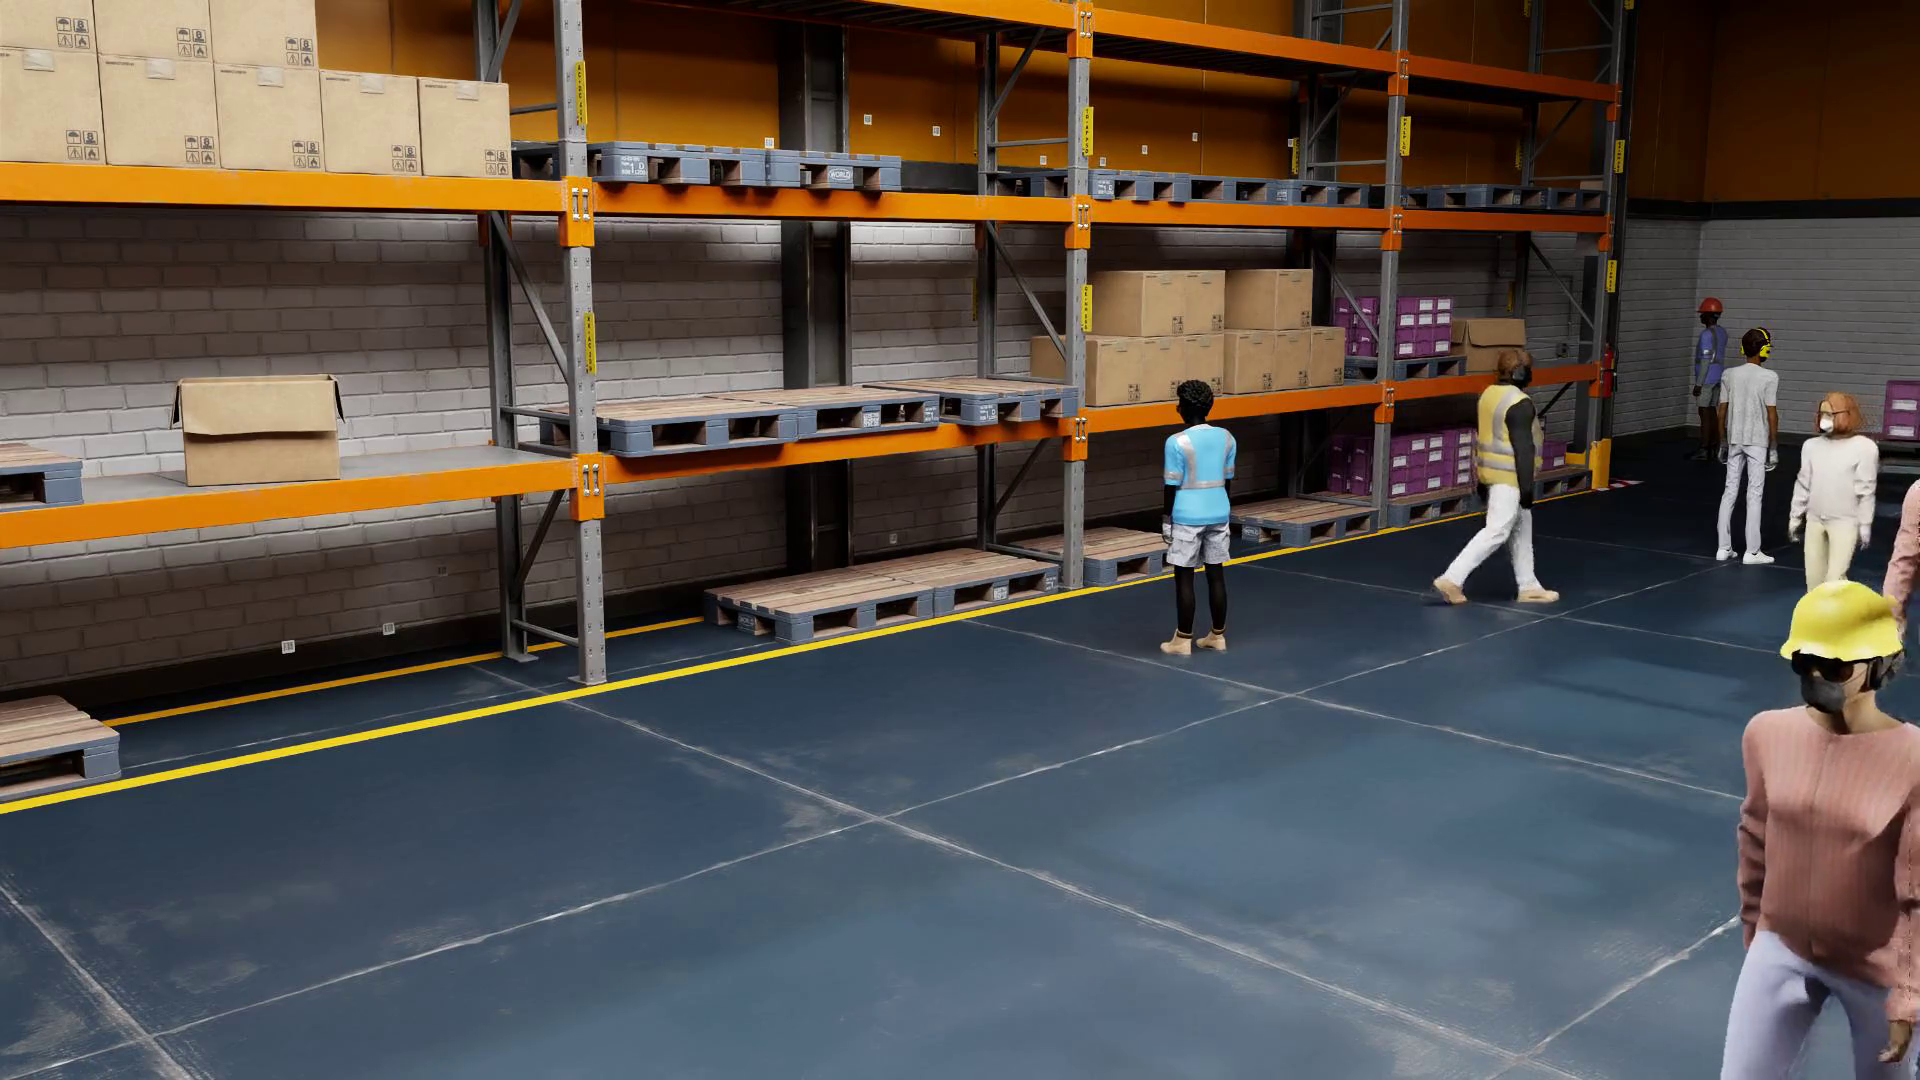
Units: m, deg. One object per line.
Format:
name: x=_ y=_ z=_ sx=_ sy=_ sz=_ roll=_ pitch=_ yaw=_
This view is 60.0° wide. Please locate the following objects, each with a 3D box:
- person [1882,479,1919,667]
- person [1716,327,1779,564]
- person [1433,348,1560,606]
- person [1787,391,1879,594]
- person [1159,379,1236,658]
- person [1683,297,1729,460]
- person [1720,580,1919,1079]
person: x=4.116 y=0.364 z=6.760 sx=0.661 sy=1.852 sz=1.047 roll=8 pitch=12 yaw=38
person: x=6.260 y=-0.743 z=13.189 sx=0.329 sy=1.872 sz=0.507 roll=-7 pitch=12 yaw=-34
person: x=3.749 y=-0.431 z=11.533 sx=0.914 sy=1.809 sz=0.628 roll=0 pitch=10 yaw=-2
person: x=5.260 y=-0.084 z=10.040 sx=0.370 sy=1.620 sz=0.531 roll=-4 pitch=11 yaw=-25
person: x=1.440 y=-0.124 z=10.089 sx=0.536 sy=1.694 sz=0.320 roll=-6 pitch=11 yaw=-31
person: x=8.928 y=-1.922 z=19.892 sx=0.356 sy=1.938 sz=0.543 roll=9 pitch=13 yaw=43
person: x=1.930 y=0.948 z=3.735 sx=0.903 sy=1.721 sz=0.527 roll=-7 pitch=12 yaw=-36
